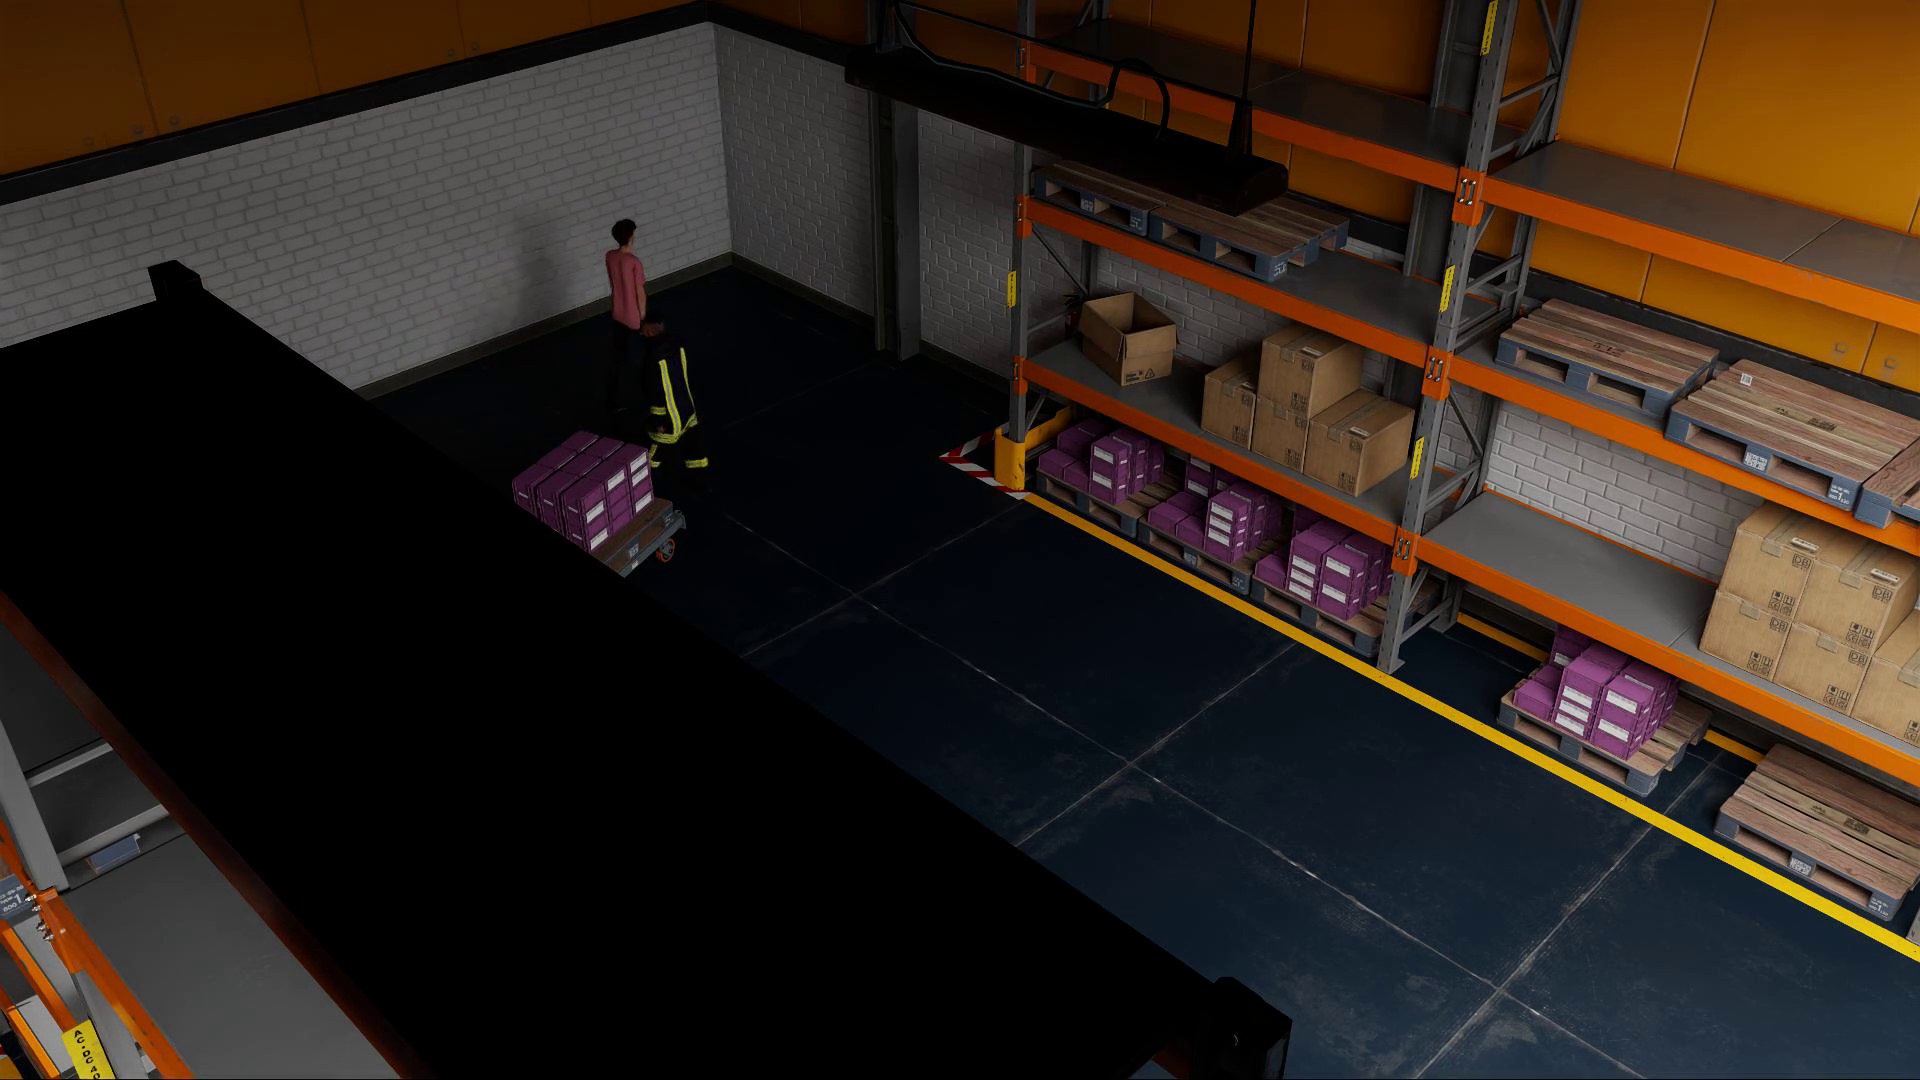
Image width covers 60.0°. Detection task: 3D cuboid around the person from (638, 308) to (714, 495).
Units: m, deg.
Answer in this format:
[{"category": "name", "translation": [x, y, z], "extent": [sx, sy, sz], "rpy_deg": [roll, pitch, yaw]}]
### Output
[{"category": "person", "translation": [-2.502, -1.170, 14.707], "extent": [1.218, 1.828, 0.982], "rpy_deg": [17, 37, 24]}]
